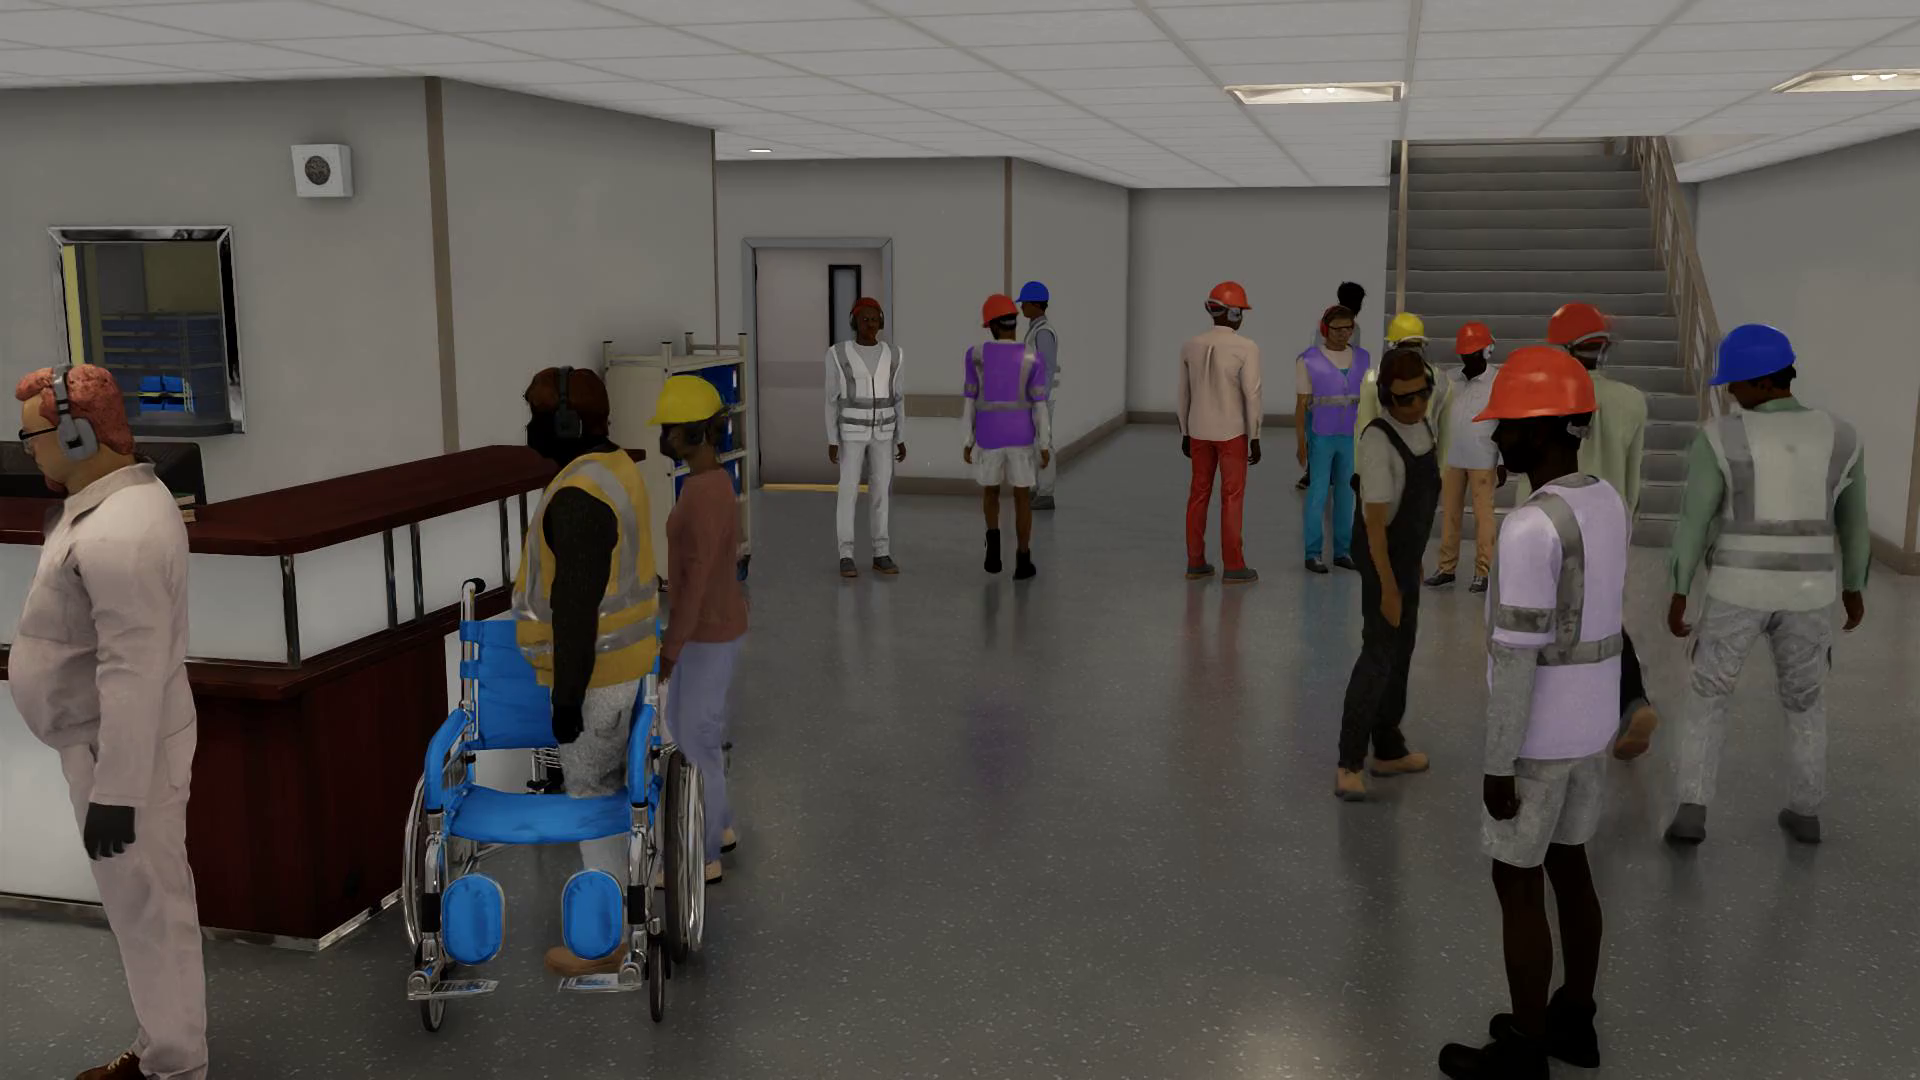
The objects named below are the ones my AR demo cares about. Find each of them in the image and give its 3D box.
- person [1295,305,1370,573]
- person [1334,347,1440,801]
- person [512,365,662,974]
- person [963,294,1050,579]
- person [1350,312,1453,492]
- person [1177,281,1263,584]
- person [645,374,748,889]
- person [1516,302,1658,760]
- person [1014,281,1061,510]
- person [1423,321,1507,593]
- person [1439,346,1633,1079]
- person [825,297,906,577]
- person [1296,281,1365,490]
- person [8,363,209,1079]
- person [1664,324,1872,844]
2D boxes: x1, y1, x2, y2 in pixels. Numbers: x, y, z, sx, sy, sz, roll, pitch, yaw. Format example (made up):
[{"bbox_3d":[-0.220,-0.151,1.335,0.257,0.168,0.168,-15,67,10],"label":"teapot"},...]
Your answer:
[{"bbox_3d":[2.542,-0.689,11.405,0.573,1.830,0.404,-4,10,-22],"label":"person"},{"bbox_3d":[1.762,0.123,6.694,0.348,1.809,0.652,7,12,34],"label":"person"},{"bbox_3d":[-1.130,0.389,5.058,0.432,1.834,0.649,-1,10,-3],"label":"person"},{"bbox_3d":[0.309,-0.679,11.095,0.596,1.908,0.456,2,10,9],"label":"person"},{"bbox_3d":[2.662,-0.456,10.036,0.611,1.822,0.493,-2,10,-11],"label":"person"},{"bbox_3d":[1.734,-0.708,11.019,0.621,1.990,0.396,8,13,40],"label":"person"},{"bbox_3d":[-0.903,0.321,5.654,0.363,1.762,0.550,-2,10,-10],"label":"person"},{"bbox_3d":[2.711,-0.047,7.229,0.617,1.964,0.892,-1,10,-7],"label":"person"},{"bbox_3d":[0.657,-1.230,14.222,0.395,1.945,0.618,-1,10,-6],"label":"person"},{"bbox_3d":[3.280,-0.534,10.724,0.562,1.742,0.337,9,13,44],"label":"person"},{"bbox_3d":[1.474,0.472,4.272,0.389,1.928,0.549,9,13,44],"label":"person"},{"bbox_3d":[-0.631,-0.693,11.259,0.574,1.882,0.356,-4,11,-23],"label":"person"},{"bbox_3d":[3.454,-1.419,15.427,0.784,1.935,0.369,-9,13,-42],"label":"person"},{"bbox_3d":[-2.055,0.525,4.034,0.406,1.901,0.639,-4,11,-24],"label":"person"},{"bbox_3d":[2.949,0.189,6.000,0.741,1.921,0.501,1,10,6],"label":"person"}]
